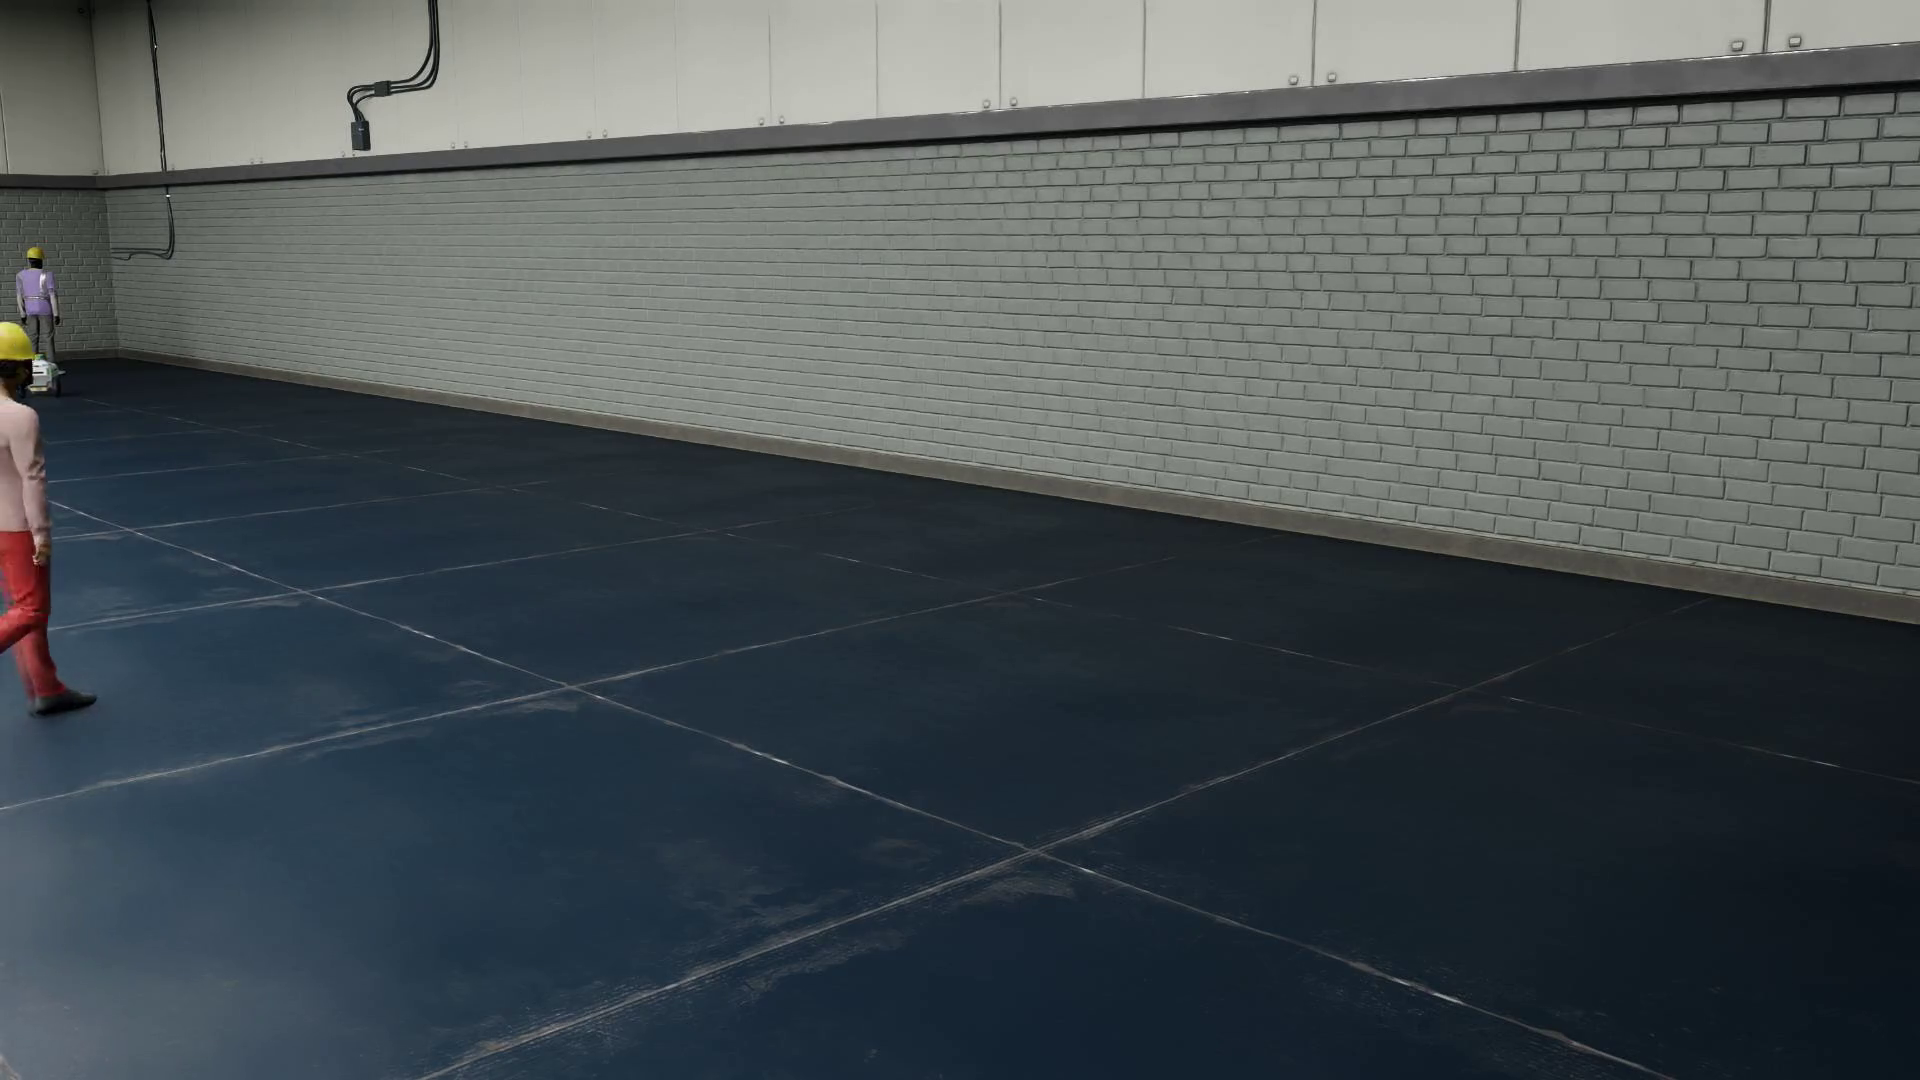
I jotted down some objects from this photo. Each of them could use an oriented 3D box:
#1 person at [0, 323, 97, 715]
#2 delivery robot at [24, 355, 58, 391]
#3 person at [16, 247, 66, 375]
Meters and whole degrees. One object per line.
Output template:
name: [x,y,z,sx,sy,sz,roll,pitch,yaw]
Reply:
person: [-4.121,-0.049,7.119,0.531,1.748,0.705,7,12,32]
delivery robot: [-12.151,-2.205,21.967,0.477,0.478,0.707,-4,11,-20]
person: [-13.925,-3.453,25.166,0.587,1.928,0.381,0,10,1]
